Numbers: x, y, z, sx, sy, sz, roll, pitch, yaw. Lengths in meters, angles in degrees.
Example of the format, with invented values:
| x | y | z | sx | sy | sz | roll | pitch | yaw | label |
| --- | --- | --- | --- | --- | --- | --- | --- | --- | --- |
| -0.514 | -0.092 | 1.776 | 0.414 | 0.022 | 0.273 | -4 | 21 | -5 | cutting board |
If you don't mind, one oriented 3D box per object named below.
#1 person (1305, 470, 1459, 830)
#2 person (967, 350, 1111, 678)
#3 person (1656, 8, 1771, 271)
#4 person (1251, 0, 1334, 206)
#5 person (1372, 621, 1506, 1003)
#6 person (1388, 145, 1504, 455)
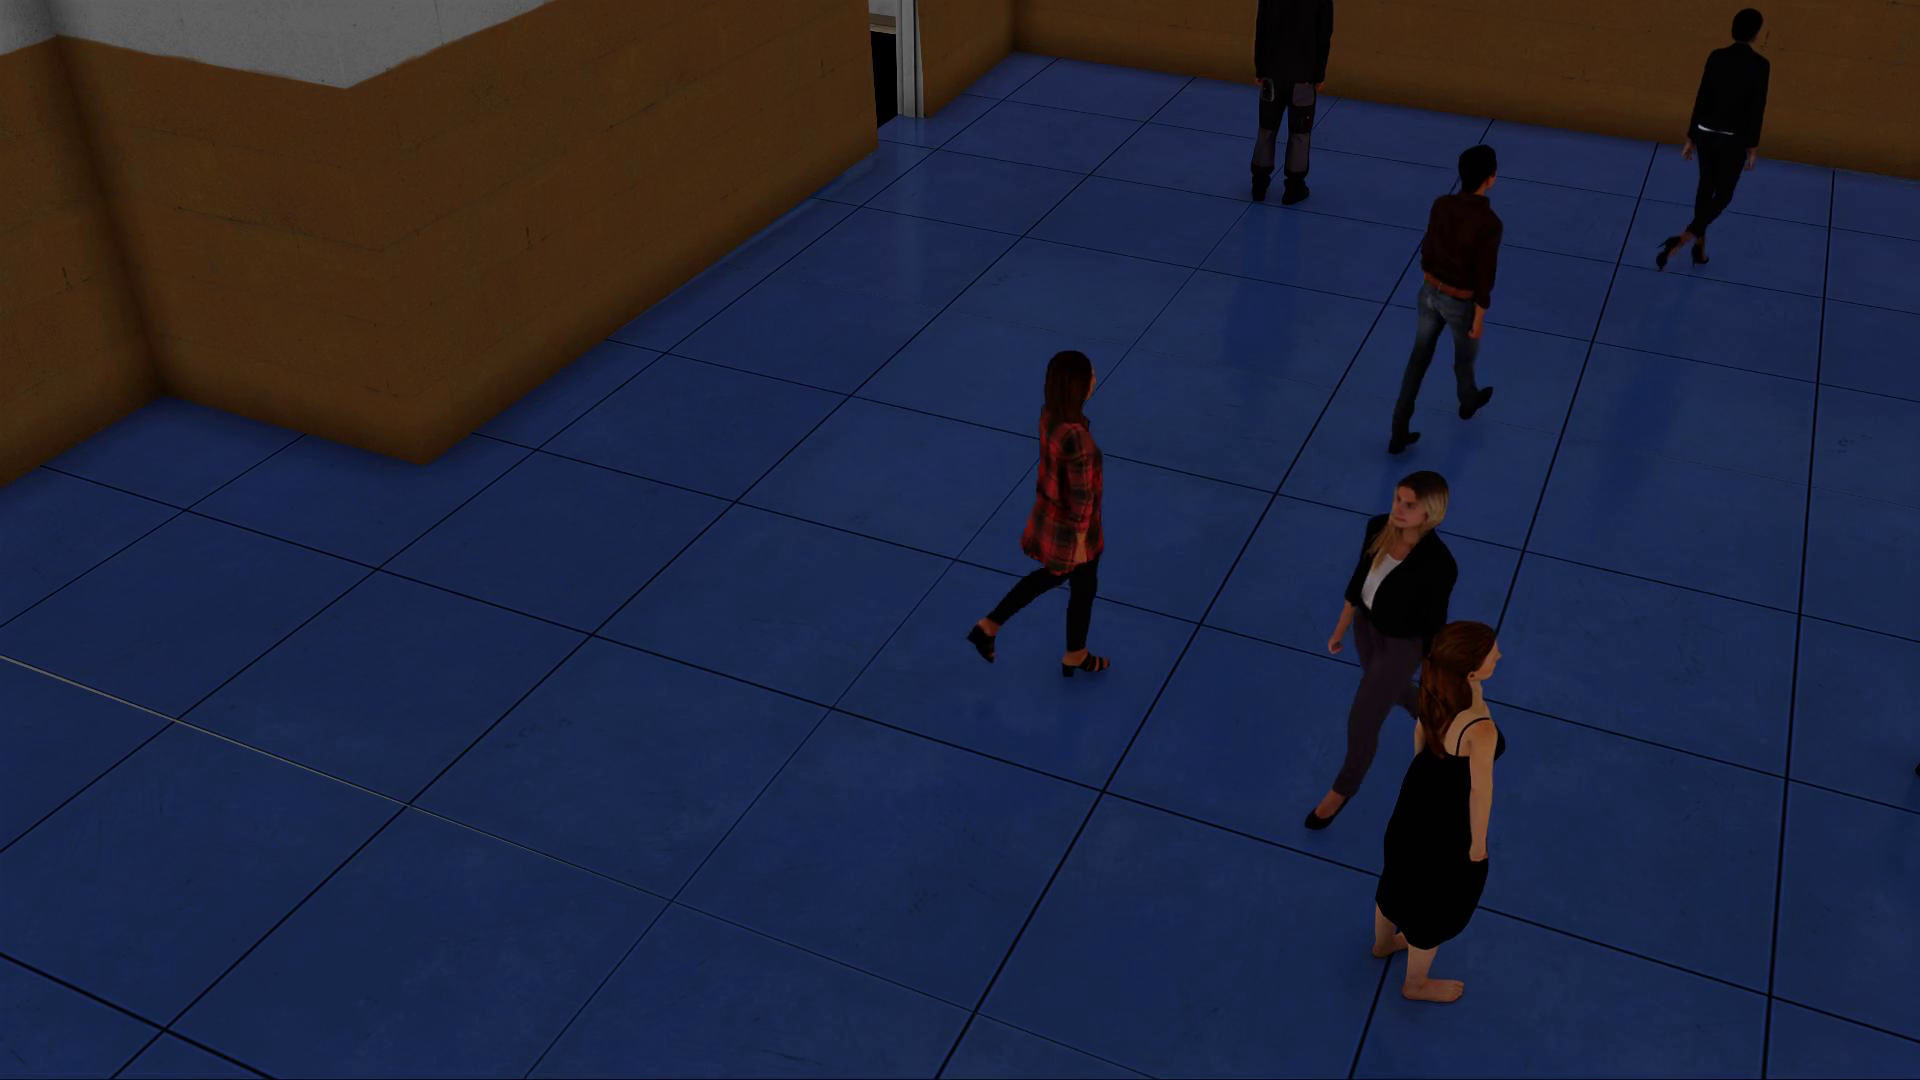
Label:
| x | y | z | sx | sy | sz | roll | pitch | yaw | label |
| --- | --- | --- | --- | --- | --- | --- | --- | --- | --- |
| 1.788 | 0.416 | 6.693 | 1.061 | 1.635 | 1.063 | -15 | 37 | -21 | person |
| 0.392 | -0.052 | 7.348 | 1.017 | 1.689 | 0.942 | -10 | 35 | -14 | person |
| 4.996 | -2.566 | 11.015 | 0.980 | 1.813 | 1.069 | -24 | 40 | -31 | person |
| 2.418 | -3.433 | 12.198 | 0.532 | 1.946 | 0.764 | 12 | 36 | 18 | person |
| 1.692 | 0.955 | 5.892 | 0.728 | 1.624 | 0.677 | -8 | 35 | -12 | person |
| 2.632 | -1.264 | 9.133 | 1.035 | 1.730 | 1.149 | -26 | 42 | -34 | person |
